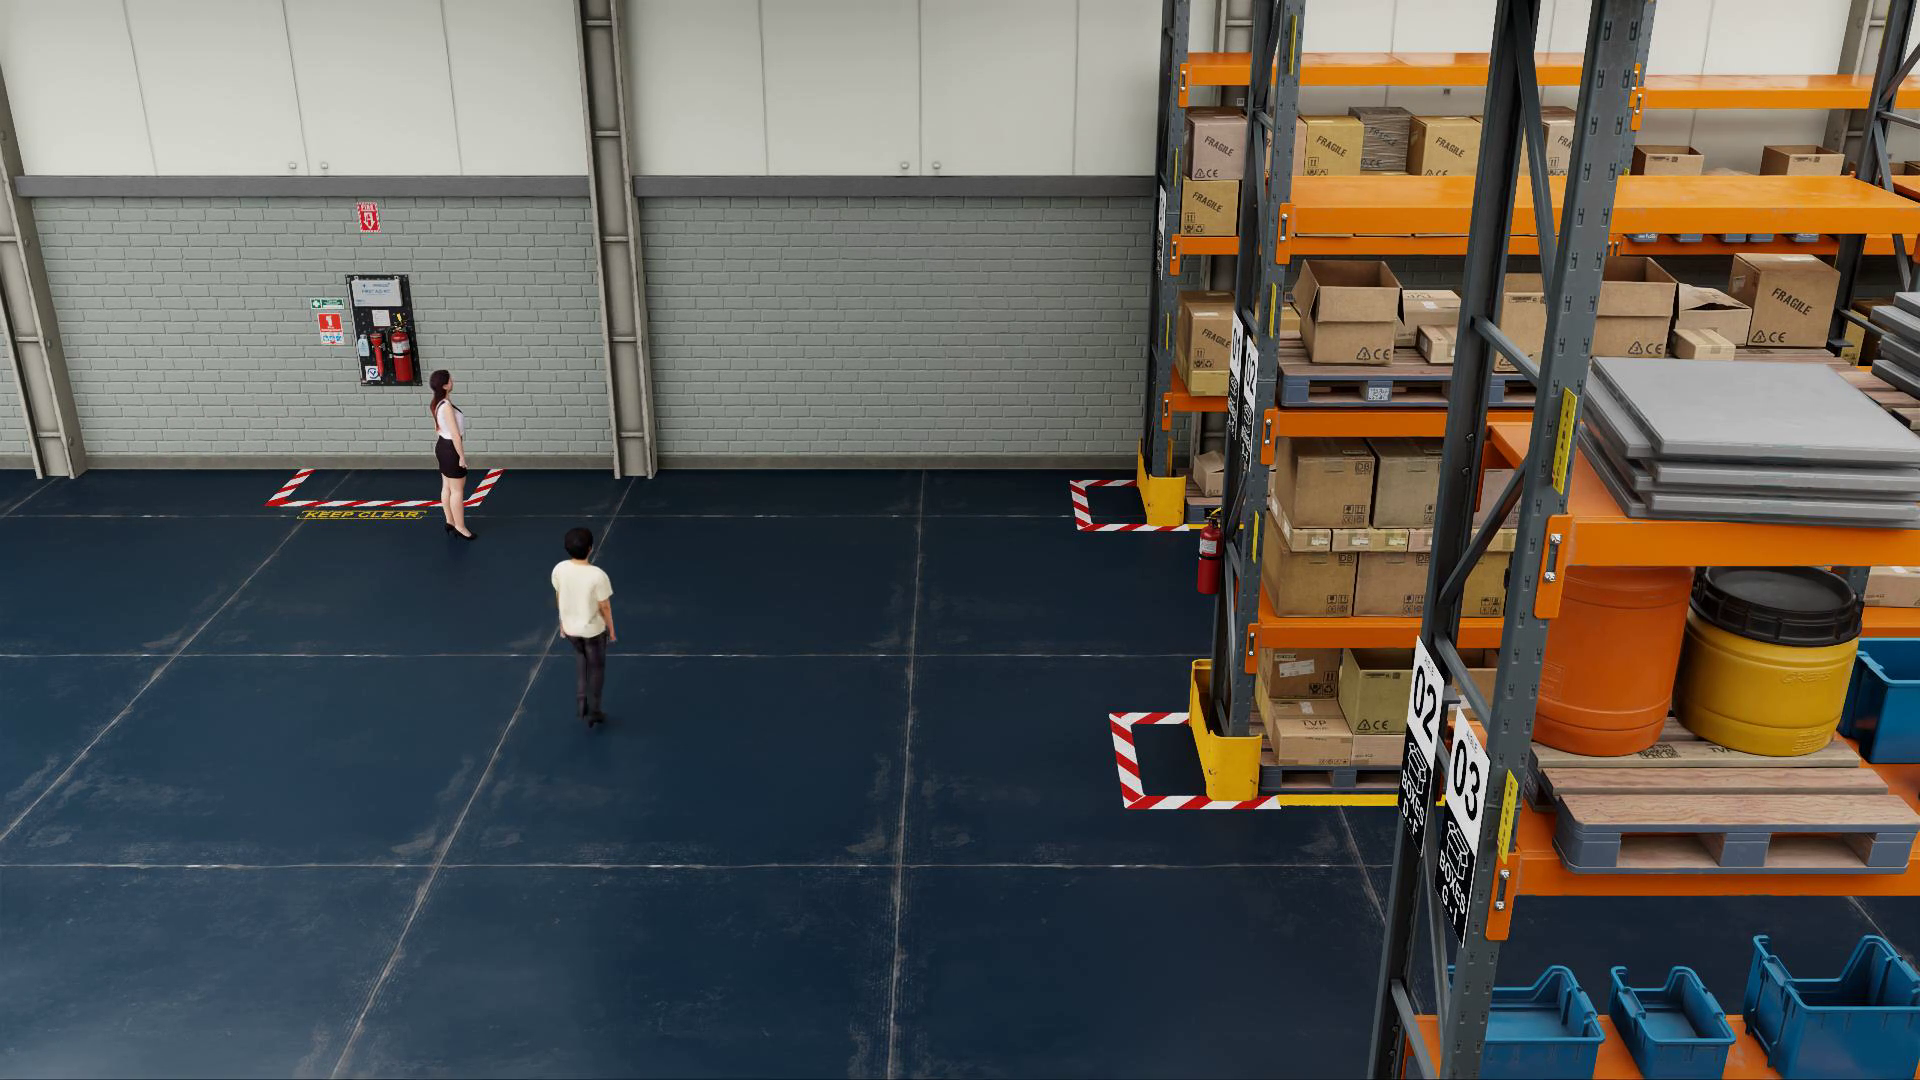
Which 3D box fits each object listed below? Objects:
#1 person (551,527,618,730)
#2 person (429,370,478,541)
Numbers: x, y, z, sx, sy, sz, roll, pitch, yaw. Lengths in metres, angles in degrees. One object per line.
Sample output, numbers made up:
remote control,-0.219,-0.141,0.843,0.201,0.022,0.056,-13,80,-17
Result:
person,-2.765,0.679,12.135,0.591,1.576,0.722,6,24,15
person,-4.752,-0.797,15.513,0.678,1.648,0.636,-17,29,-35
